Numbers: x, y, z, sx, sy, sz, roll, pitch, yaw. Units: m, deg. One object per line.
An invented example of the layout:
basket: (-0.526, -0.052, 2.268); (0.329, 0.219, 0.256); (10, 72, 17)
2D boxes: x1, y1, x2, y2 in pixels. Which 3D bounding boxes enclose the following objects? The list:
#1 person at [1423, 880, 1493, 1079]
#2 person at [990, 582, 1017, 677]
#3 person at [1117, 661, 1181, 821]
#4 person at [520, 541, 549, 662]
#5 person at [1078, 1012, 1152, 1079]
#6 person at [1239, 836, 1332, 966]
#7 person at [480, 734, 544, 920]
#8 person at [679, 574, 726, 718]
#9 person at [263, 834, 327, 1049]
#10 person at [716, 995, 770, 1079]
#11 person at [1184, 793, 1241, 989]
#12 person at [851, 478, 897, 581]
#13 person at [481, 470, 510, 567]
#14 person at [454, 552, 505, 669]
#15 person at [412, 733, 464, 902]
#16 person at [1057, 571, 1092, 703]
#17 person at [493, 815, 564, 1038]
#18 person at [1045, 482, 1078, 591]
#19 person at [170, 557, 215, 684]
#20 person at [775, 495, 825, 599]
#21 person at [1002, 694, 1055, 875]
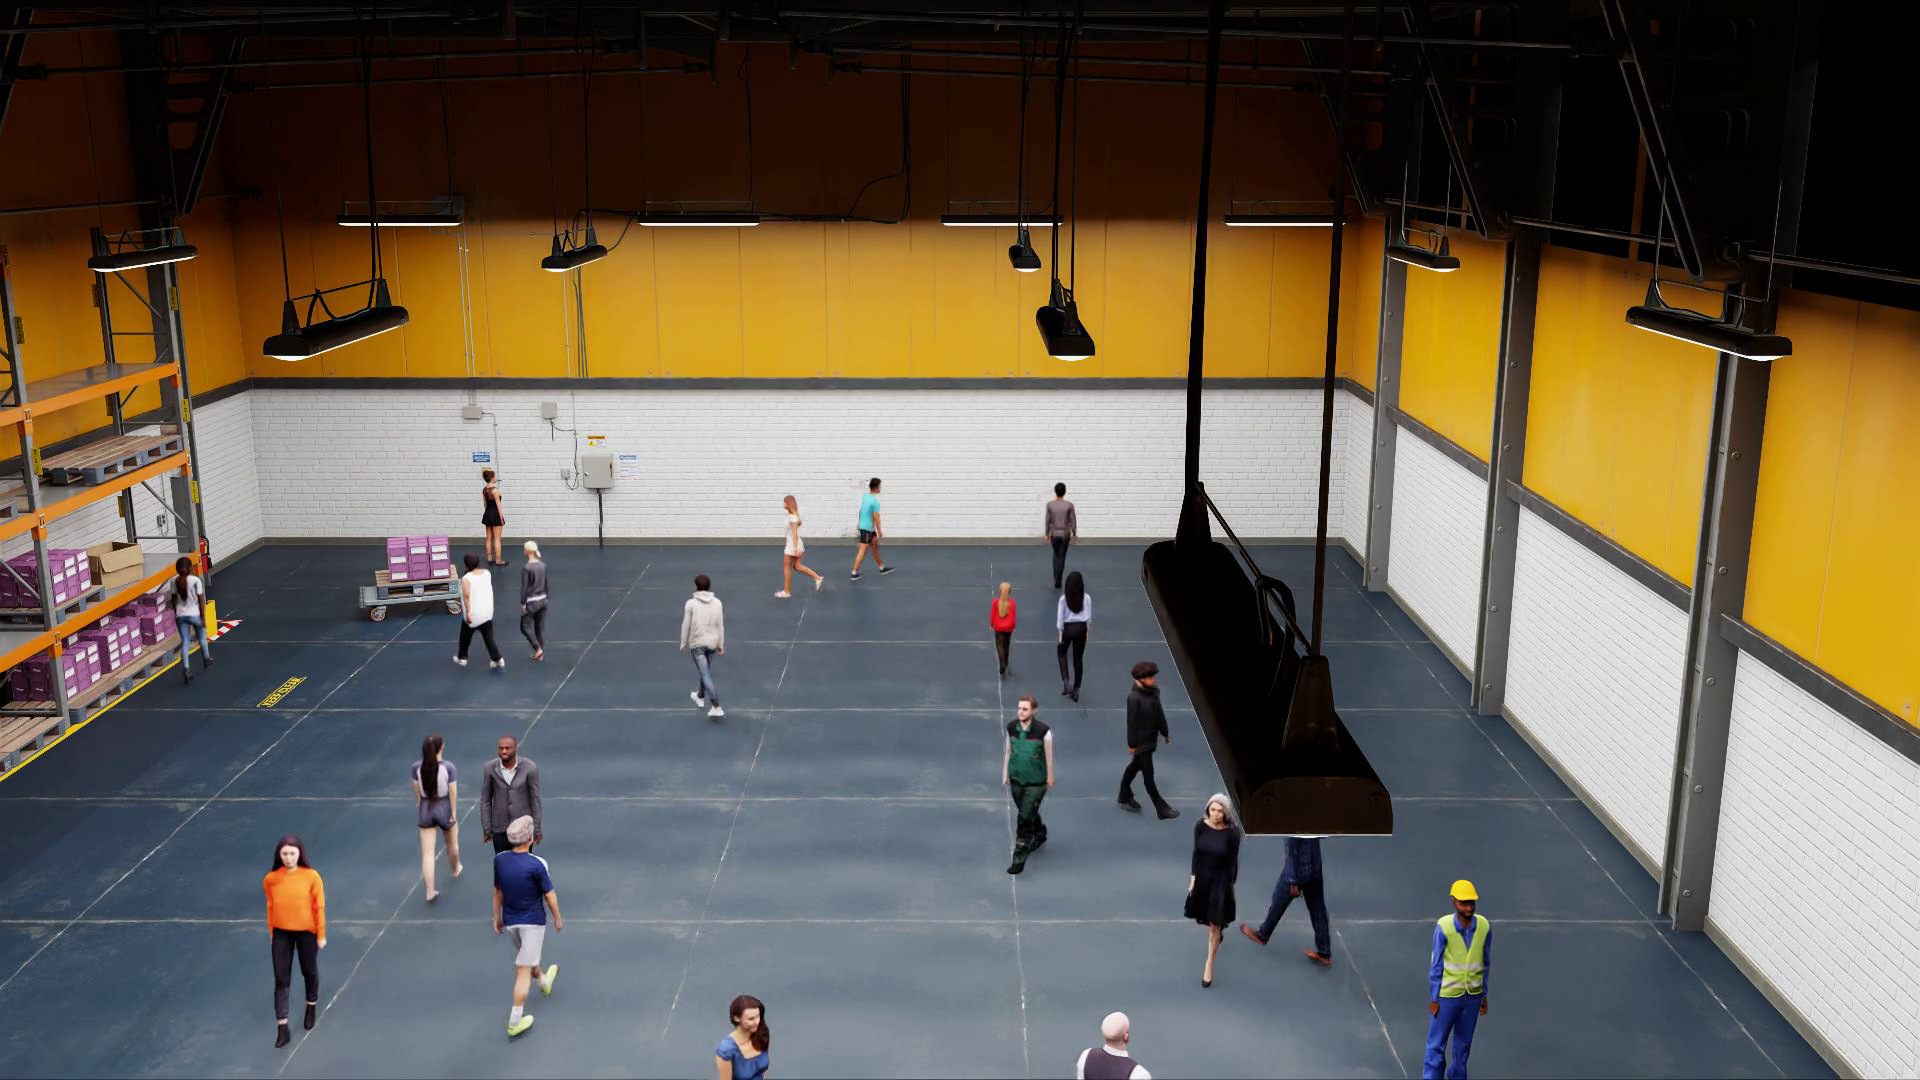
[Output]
person: (3.788, 3.437, 12.666); (0.707, 1.813, 0.656); (-3, 14, -12)
person: (0.597, 1.229, 22.953); (0.597, 1.263, 0.913); (-3, 14, -11)
person: (1.938, 2.158, 18.126); (1.124, 1.730, 1.107); (11, 18, 39)
person: (-5.935, 0.885, 23.441); (0.877, 1.704, 0.811); (9, 16, 34)
person: (0.988, 3.900, 10.735); (0.775, 1.822, 0.808); (11, 17, 37)
person: (3.117, 2.948, 14.780); (1.148, 1.769, 1.200); (-13, 19, -42)
person: (-4.228, 2.696, 15.717); (0.740, 1.818, 0.627); (-2, 14, -7)
person: (-3.226, 1.384, 21.141); (1.152, 1.816, 1.308); (-10, 17, -35)
person: (-5.457, 3.222, 13.728); (0.712, 1.732, 0.917); (-2, 14, -8)
person: (-1.506, 3.854, 11.070); (1.166, 1.754, 1.155); (11, 18, 39)
person: (2.238, 3.015, 14.576); (0.818, 1.735, 0.965); (7, 15, 25)
person: (-1.605, -0.165, 27.739); (0.989, 1.720, 1.072); (-8, 16, -29)
person: (-8.081, -0.390, 28.771); (0.679, 1.673, 0.724); (10, 17, 36)
person: (-6.644, 1.012, 23.030); (1.109, 1.649, 1.137); (9, 16, 34)
person: (-5.097, 2.708, 16.115); (0.644, 1.608, 1.030); (-1, 14, -3)
person: (1.509, 1.280, 21.739); (0.697, 1.735, 0.675); (-3, 14, -11)
person: (-3.632, 3.201, 13.697); (0.902, 1.786, 1.218); (4, 14, 17)
person: (1.616, -0.036, 27.154); (0.816, 1.744, 0.993); (3, 14, 13)
person: (-10.497, 1.106, 22.586); (0.687, 1.676, 1.132); (-2, 14, -6)
person: (-2.581, 0.110, 26.711); (0.717, 1.670, 0.998); (-2, 14, -9)
person: (0.729, 2.418, 16.904); (1.040, 1.799, 1.253); (8, 16, 31)
